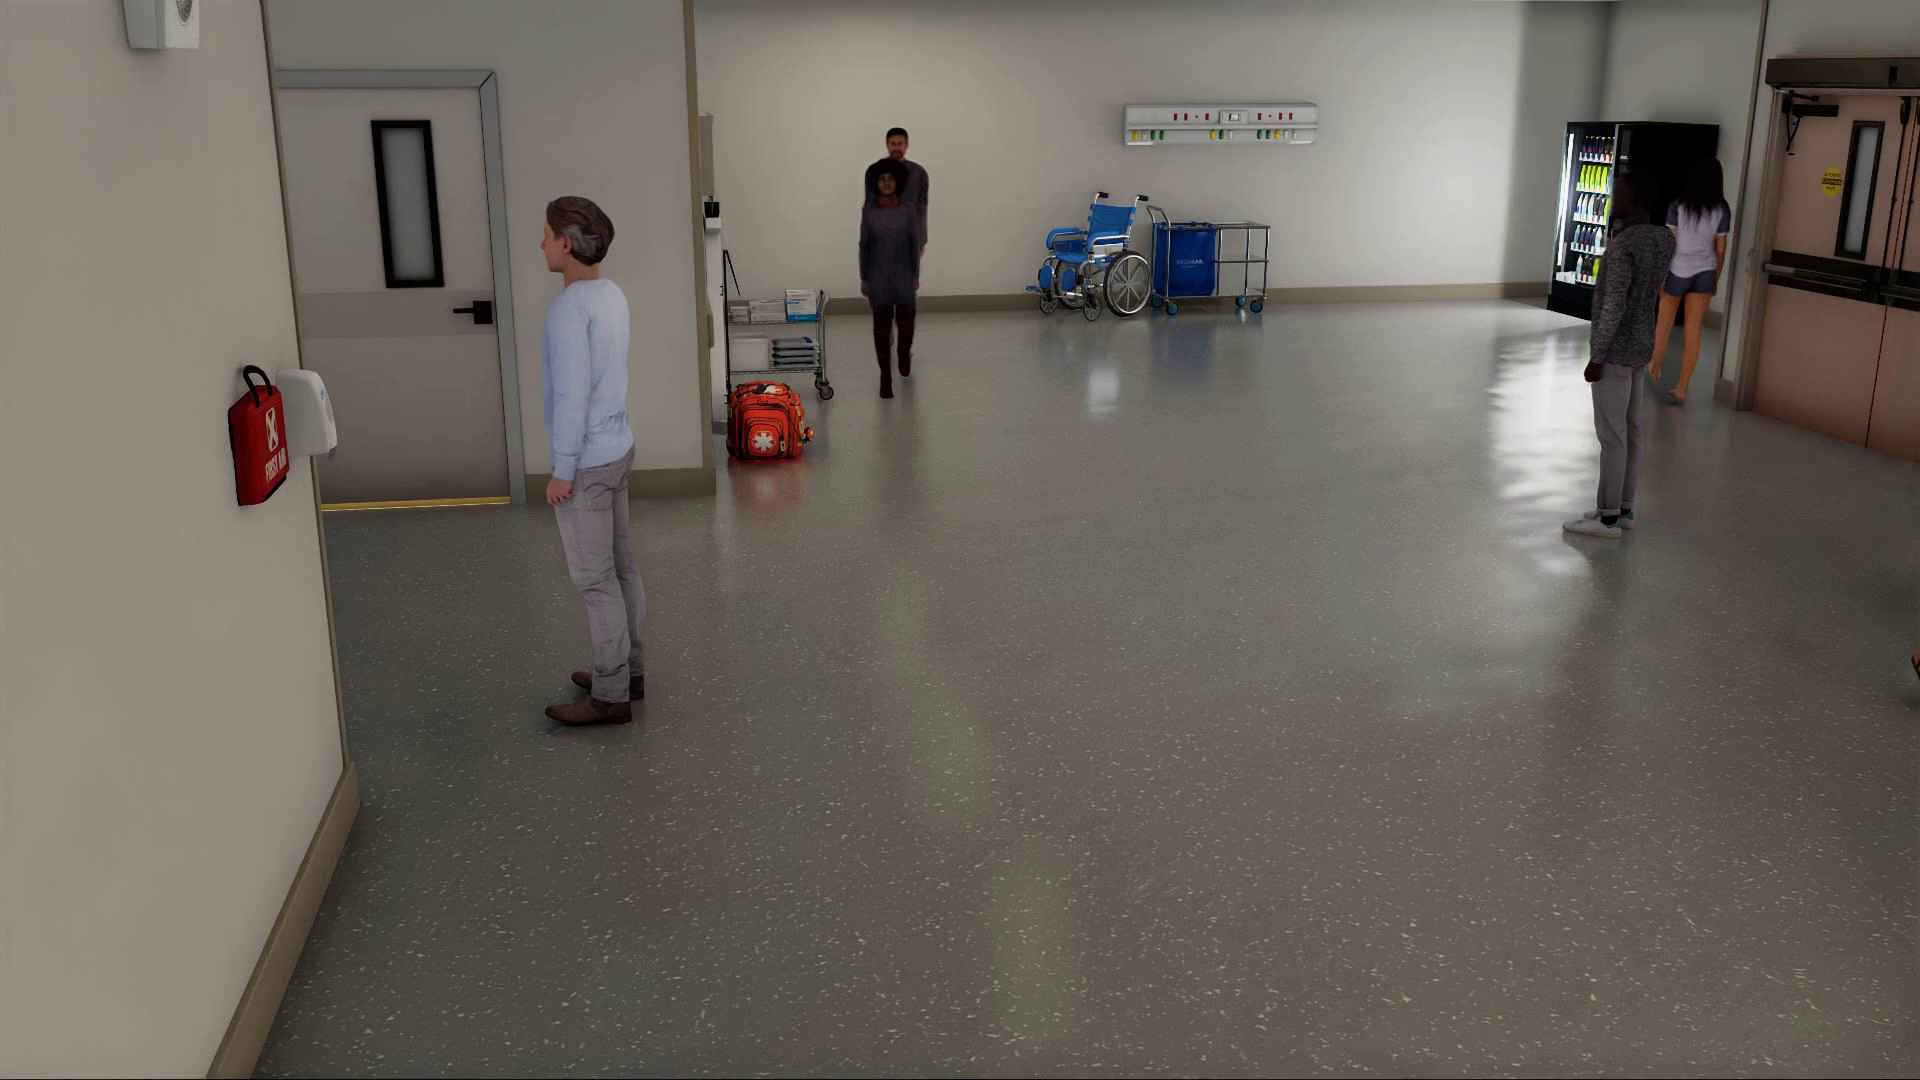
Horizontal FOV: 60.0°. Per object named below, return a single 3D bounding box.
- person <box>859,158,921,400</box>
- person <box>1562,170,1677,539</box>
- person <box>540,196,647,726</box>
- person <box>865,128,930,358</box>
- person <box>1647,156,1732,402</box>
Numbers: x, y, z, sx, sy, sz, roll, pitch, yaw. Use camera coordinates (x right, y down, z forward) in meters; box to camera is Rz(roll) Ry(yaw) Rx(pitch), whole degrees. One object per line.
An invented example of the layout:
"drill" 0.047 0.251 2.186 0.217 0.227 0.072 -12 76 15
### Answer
"person" -0.507 -1.900 12.076 0.664 1.703 0.795 0 16 1
"person" 3.361 -0.939 8.418 0.768 1.838 0.757 15 22 43
"person" -1.322 -0.283 5.989 0.774 1.894 0.614 2 16 6
"person" -0.522 -2.442 13.741 0.776 1.843 1.163 -1 16 -4
"person" 5.201 -1.814 11.805 0.902 1.685 1.183 3 16 11
